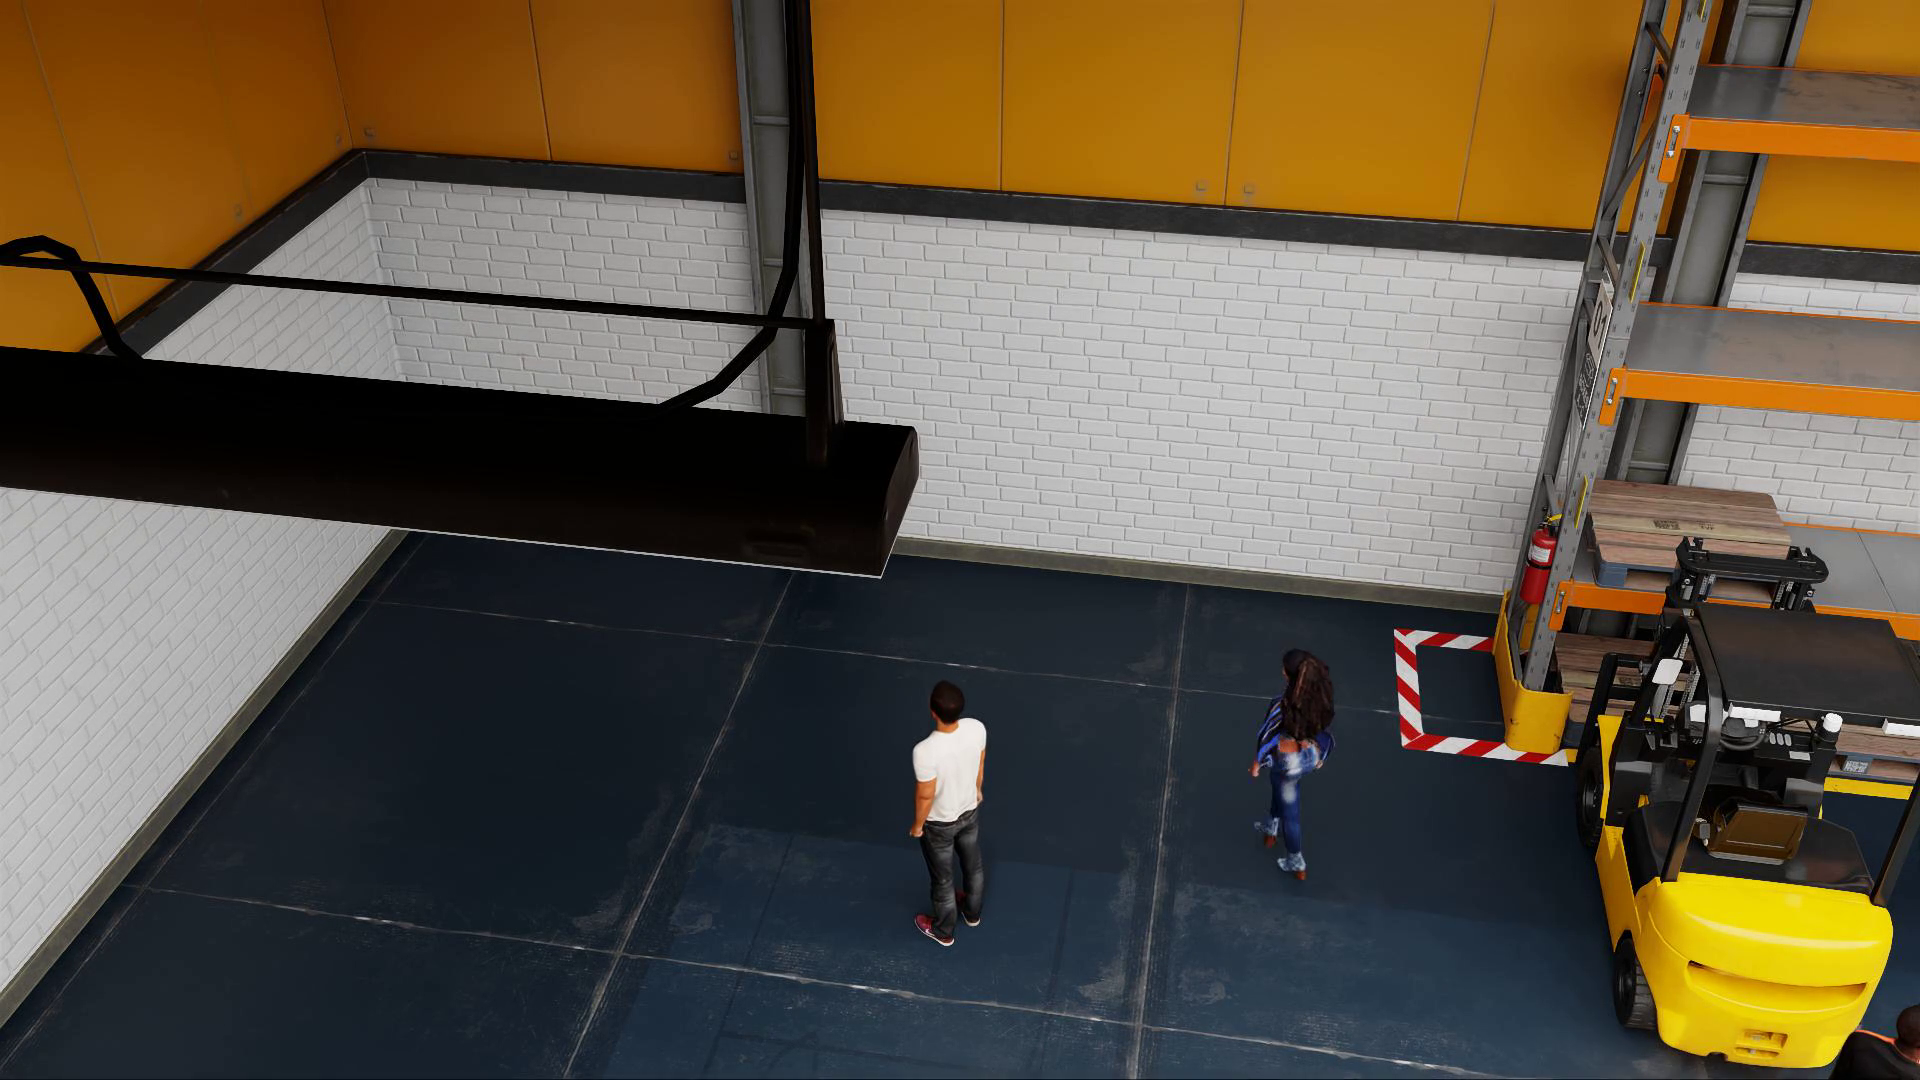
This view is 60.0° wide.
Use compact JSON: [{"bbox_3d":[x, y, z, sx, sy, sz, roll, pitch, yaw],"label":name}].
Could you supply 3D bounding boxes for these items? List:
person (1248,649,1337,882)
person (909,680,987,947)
[{"bbox_3d":[1.992,1.346,9.704,0.841,1.600,0.899,-20,39,-27],"label":"person"},{"bbox_3d":[-0.053,1.514,9.276,0.719,1.803,0.762,-24,40,-31],"label":"person"}]
